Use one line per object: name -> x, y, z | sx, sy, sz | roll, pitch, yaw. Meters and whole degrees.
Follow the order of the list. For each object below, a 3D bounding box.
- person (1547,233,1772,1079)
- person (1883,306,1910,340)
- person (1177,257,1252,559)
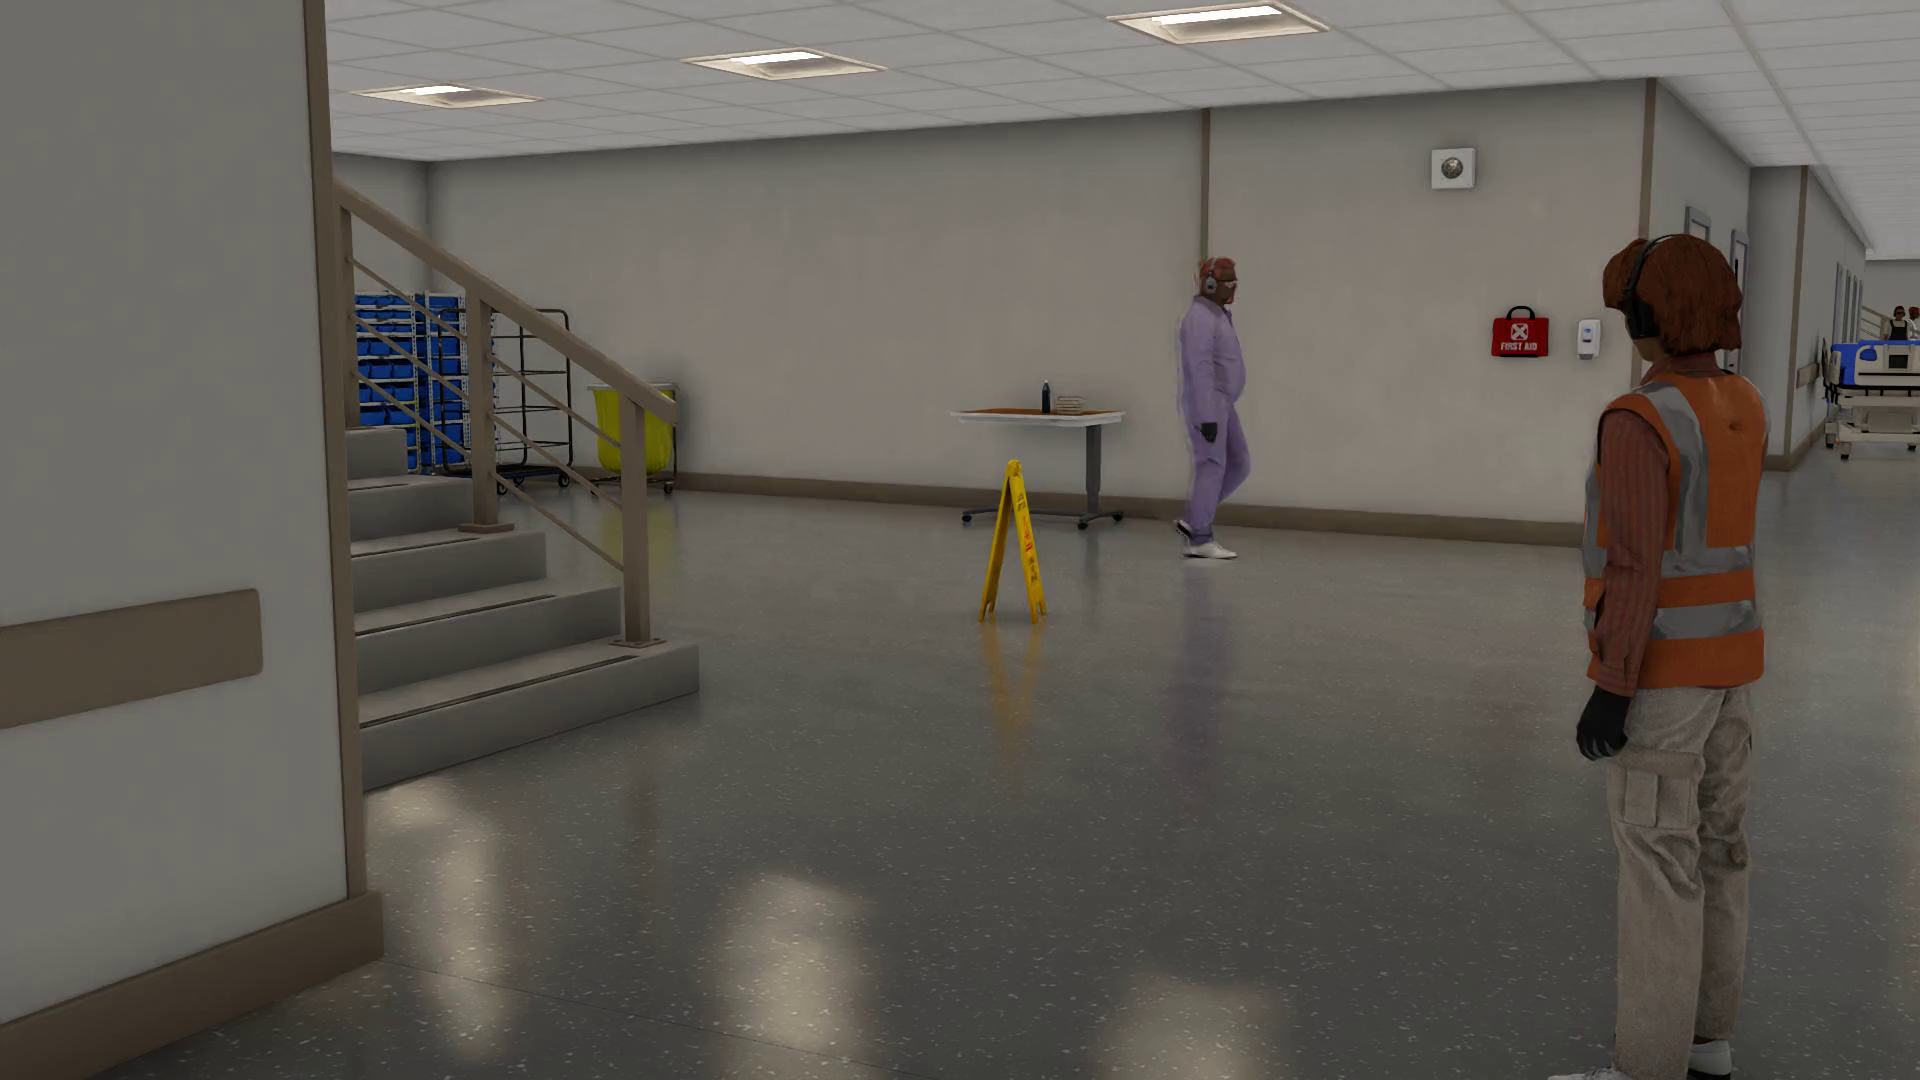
person -> 1.318, 0.260, 3.097 | 0.515, 1.636, 0.314 | -7, 10, -41
person -> 19.237, -3.885, 34.184 | 0.507, 1.847, 0.343 | 1, 7, 7
person -> 1.607, -0.815, 10.406 | 0.445, 1.884, 0.668 | 2, 8, 18
